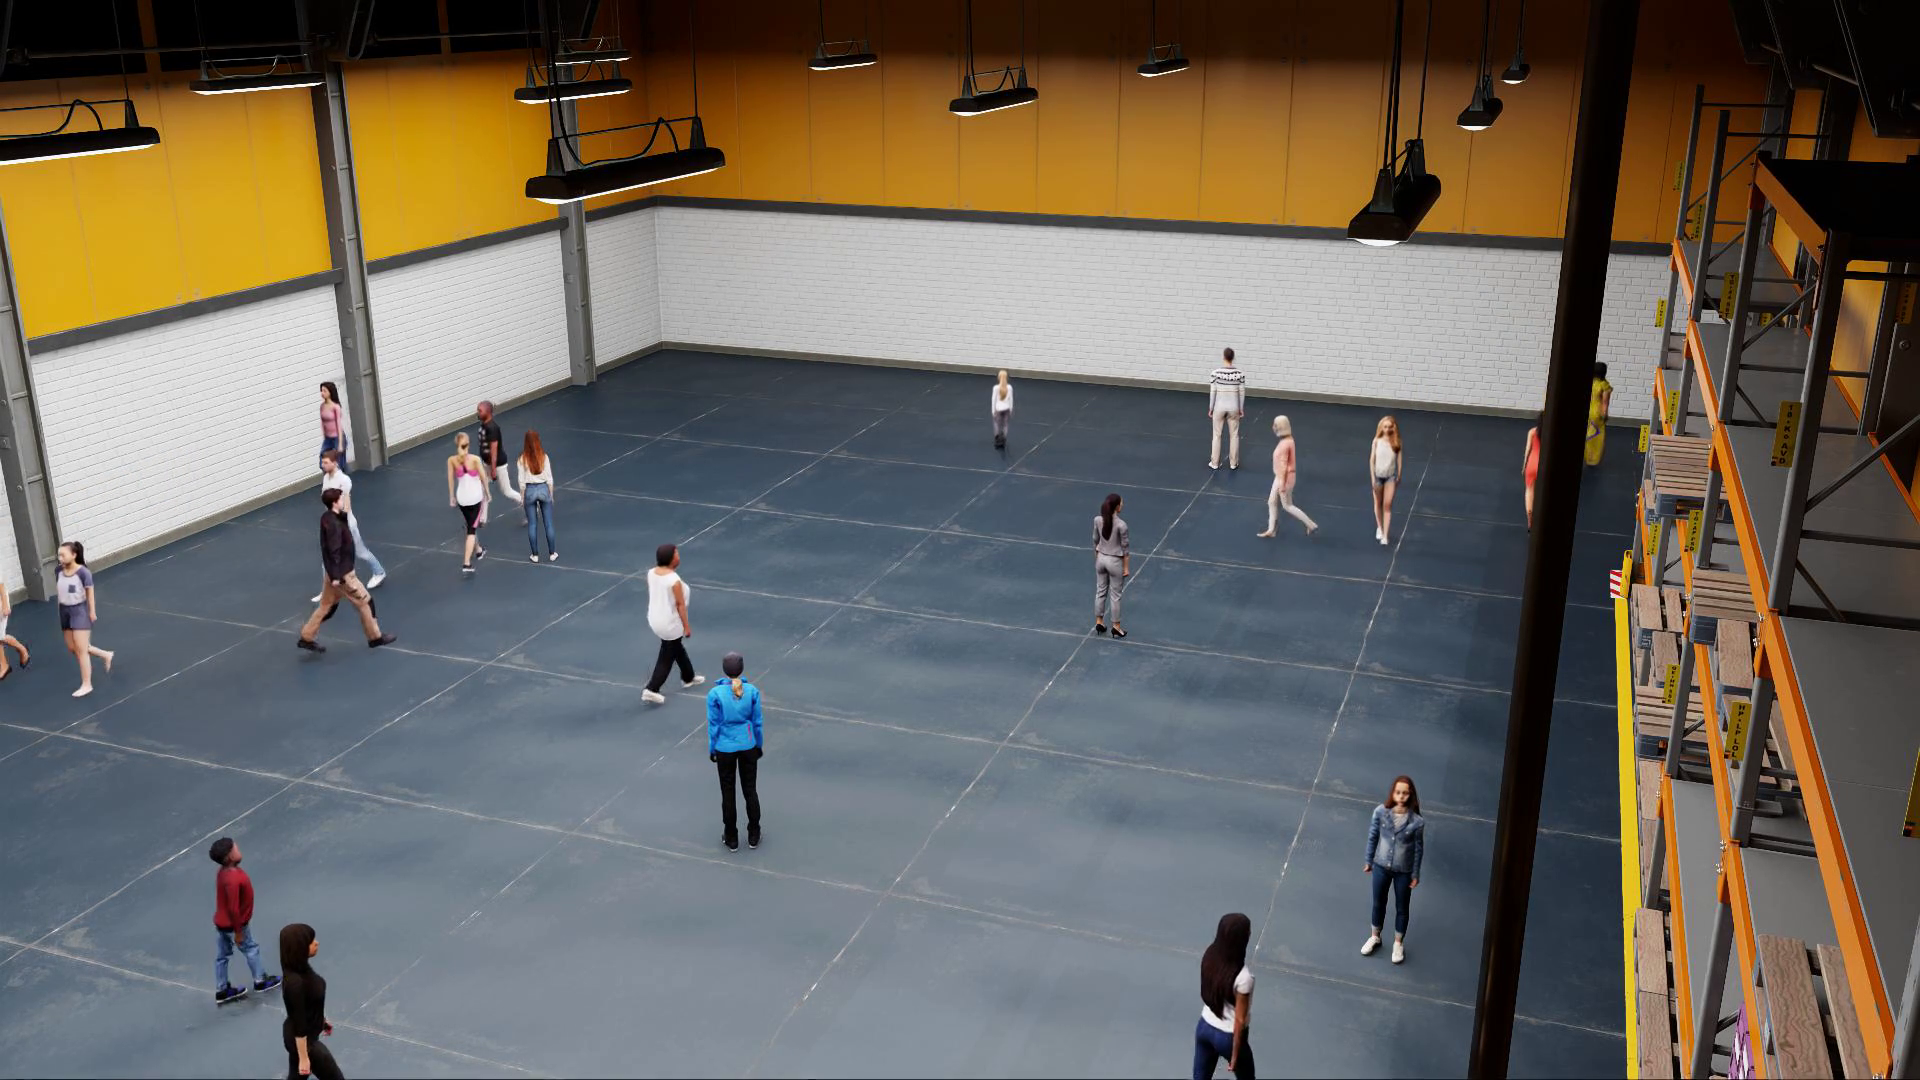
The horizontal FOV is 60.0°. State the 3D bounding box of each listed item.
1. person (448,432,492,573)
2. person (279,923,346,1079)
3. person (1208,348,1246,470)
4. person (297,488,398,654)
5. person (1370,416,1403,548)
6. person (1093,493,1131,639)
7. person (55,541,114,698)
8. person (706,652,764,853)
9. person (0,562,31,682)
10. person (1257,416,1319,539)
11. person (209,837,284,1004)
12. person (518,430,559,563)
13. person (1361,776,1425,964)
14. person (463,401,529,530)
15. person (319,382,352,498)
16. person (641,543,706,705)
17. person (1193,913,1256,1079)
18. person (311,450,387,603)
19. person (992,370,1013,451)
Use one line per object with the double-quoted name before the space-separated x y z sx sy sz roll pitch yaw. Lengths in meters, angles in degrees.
"person" -6.152 -0.437 20.808 0.809 1.745 1.221 2 19 5
"person" -4.168 3.147 10.367 1.048 1.617 0.986 -9 20 -24
"person" 4.046 -1.997 25.261 0.752 1.860 0.684 1 19 2
"person" -6.881 0.377 18.183 1.355 1.879 1.175 -12 22 -32
"person" 5.588 -0.816 21.960 0.596 1.728 1.044 5 19 16
"person" 1.697 0.284 18.771 0.693 1.680 0.692 15 24 37
"person" -9.161 0.783 17.368 0.617 1.630 0.876 7 20 20
"person" -1.900 1.787 14.123 0.692 1.798 0.708 -5 19 -14
"person" -10.167 0.648 17.604 0.584 1.735 0.670 7 20 21
"person" 4.377 -0.792 21.951 0.809 1.690 1.003 4 19 11
"person" -5.316 2.785 12.052 0.787 1.228 0.683 -12 22 -31
"person" -5.394 -0.568 21.225 0.652 1.728 0.674 -4 19 -13
"person" 3.291 2.471 12.594 0.599 1.478 0.545 10 21 27
"person" -6.194 -1.003 22.449 1.310 1.771 1.161 -12 22 -32
"person" -8.873 -1.428 23.768 0.632 1.735 0.688 9 21 25
"person" -3.029 0.872 17.061 1.198 1.656 0.990 -16 24 -39
"person" 1.544 3.124 10.259 1.178 1.729 1.014 -12 22 -32
"person" -7.335 -0.191 19.982 0.807 1.808 1.282 11 22 30
"person" 0.676 -2.041 26.320 0.611 1.267 0.673 -3 19 -8
